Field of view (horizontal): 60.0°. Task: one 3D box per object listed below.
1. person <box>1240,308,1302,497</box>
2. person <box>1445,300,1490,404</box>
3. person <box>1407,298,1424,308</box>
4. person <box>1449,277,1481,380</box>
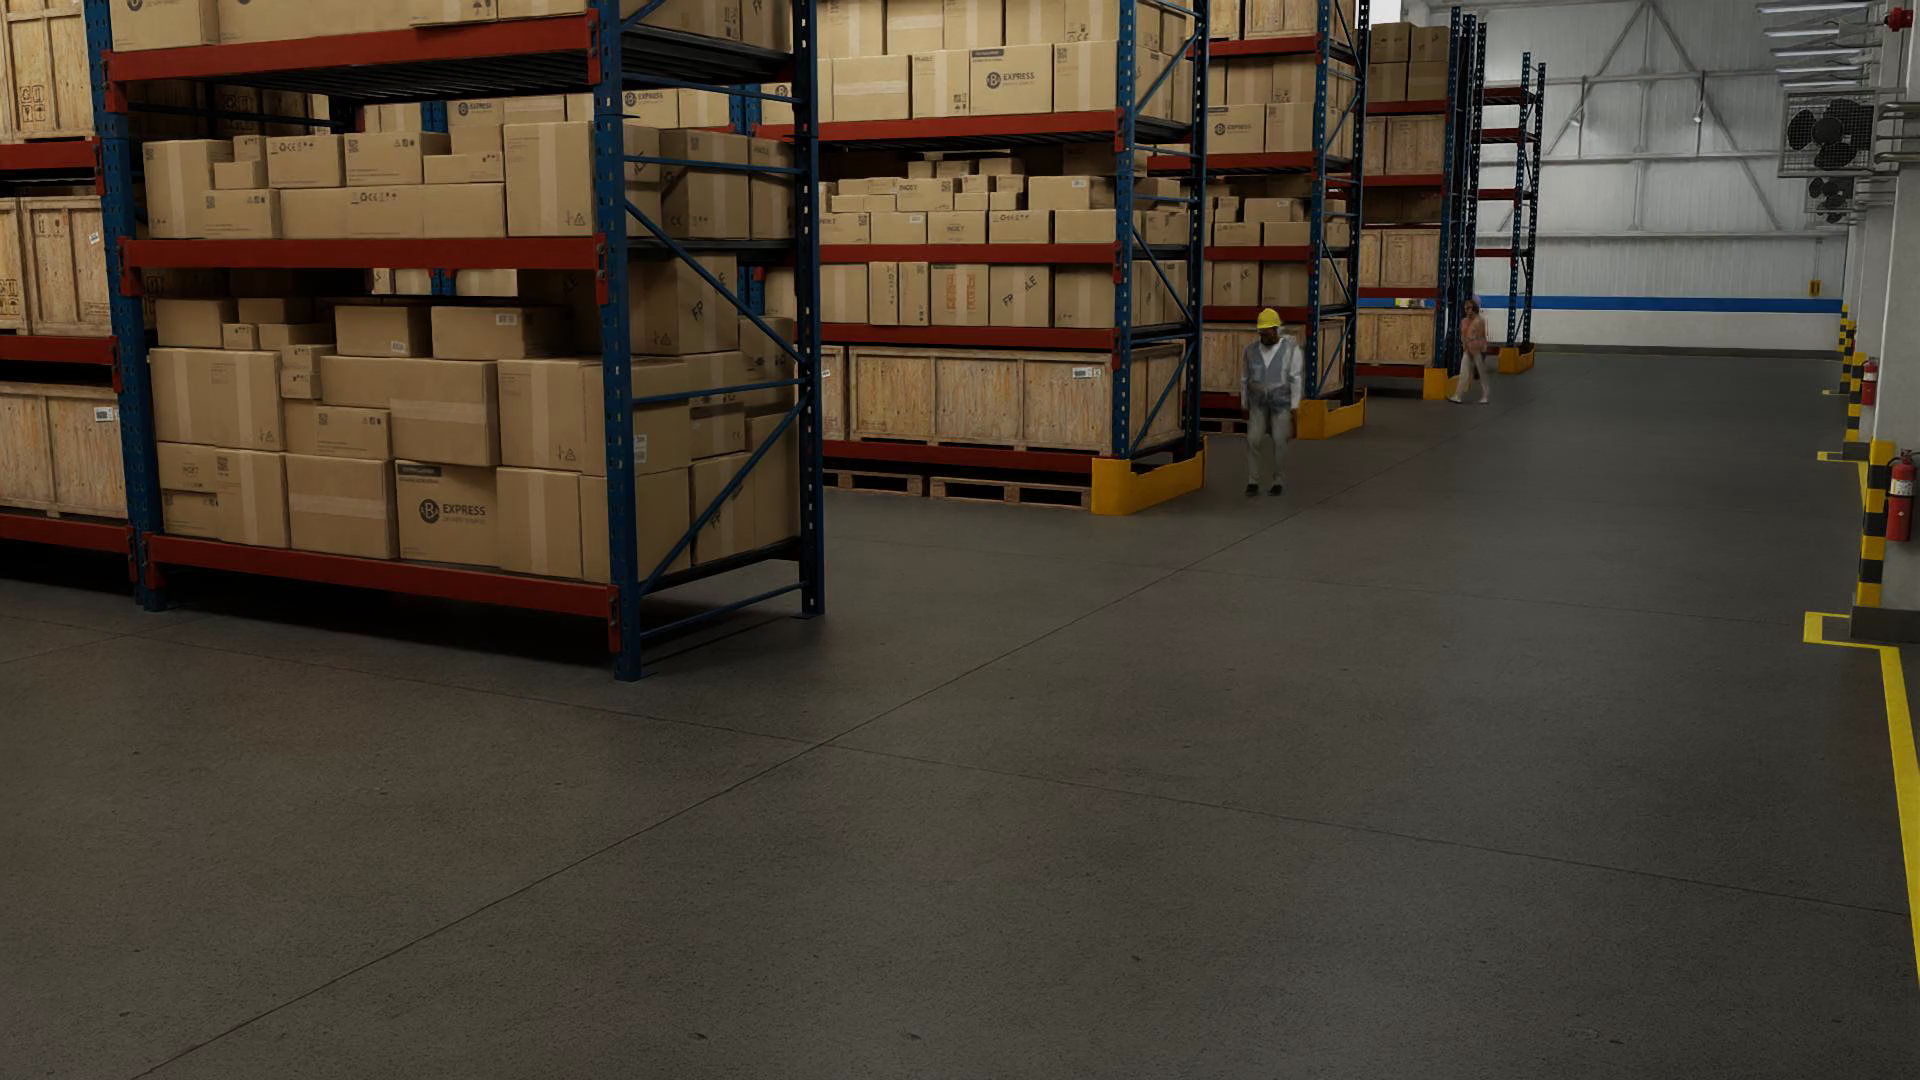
[{"bbox_3d":[2.940,-1.291,15.830,0.624,1.805,0.657,4,11,23],"label":"person"},{"bbox_3d":[7.884,-2.877,25.596,0.847,1.584,0.624,-5,11,-27],"label":"person"},{"bbox_3d":[9.714,-4.820,35.932,0.756,1.911,0.575,6,11,31],"label":"person"},{"bbox_3d":[9.068,-3.770,29.859,0.632,1.925,0.618,-5,11,-25],"label":"person"}]
